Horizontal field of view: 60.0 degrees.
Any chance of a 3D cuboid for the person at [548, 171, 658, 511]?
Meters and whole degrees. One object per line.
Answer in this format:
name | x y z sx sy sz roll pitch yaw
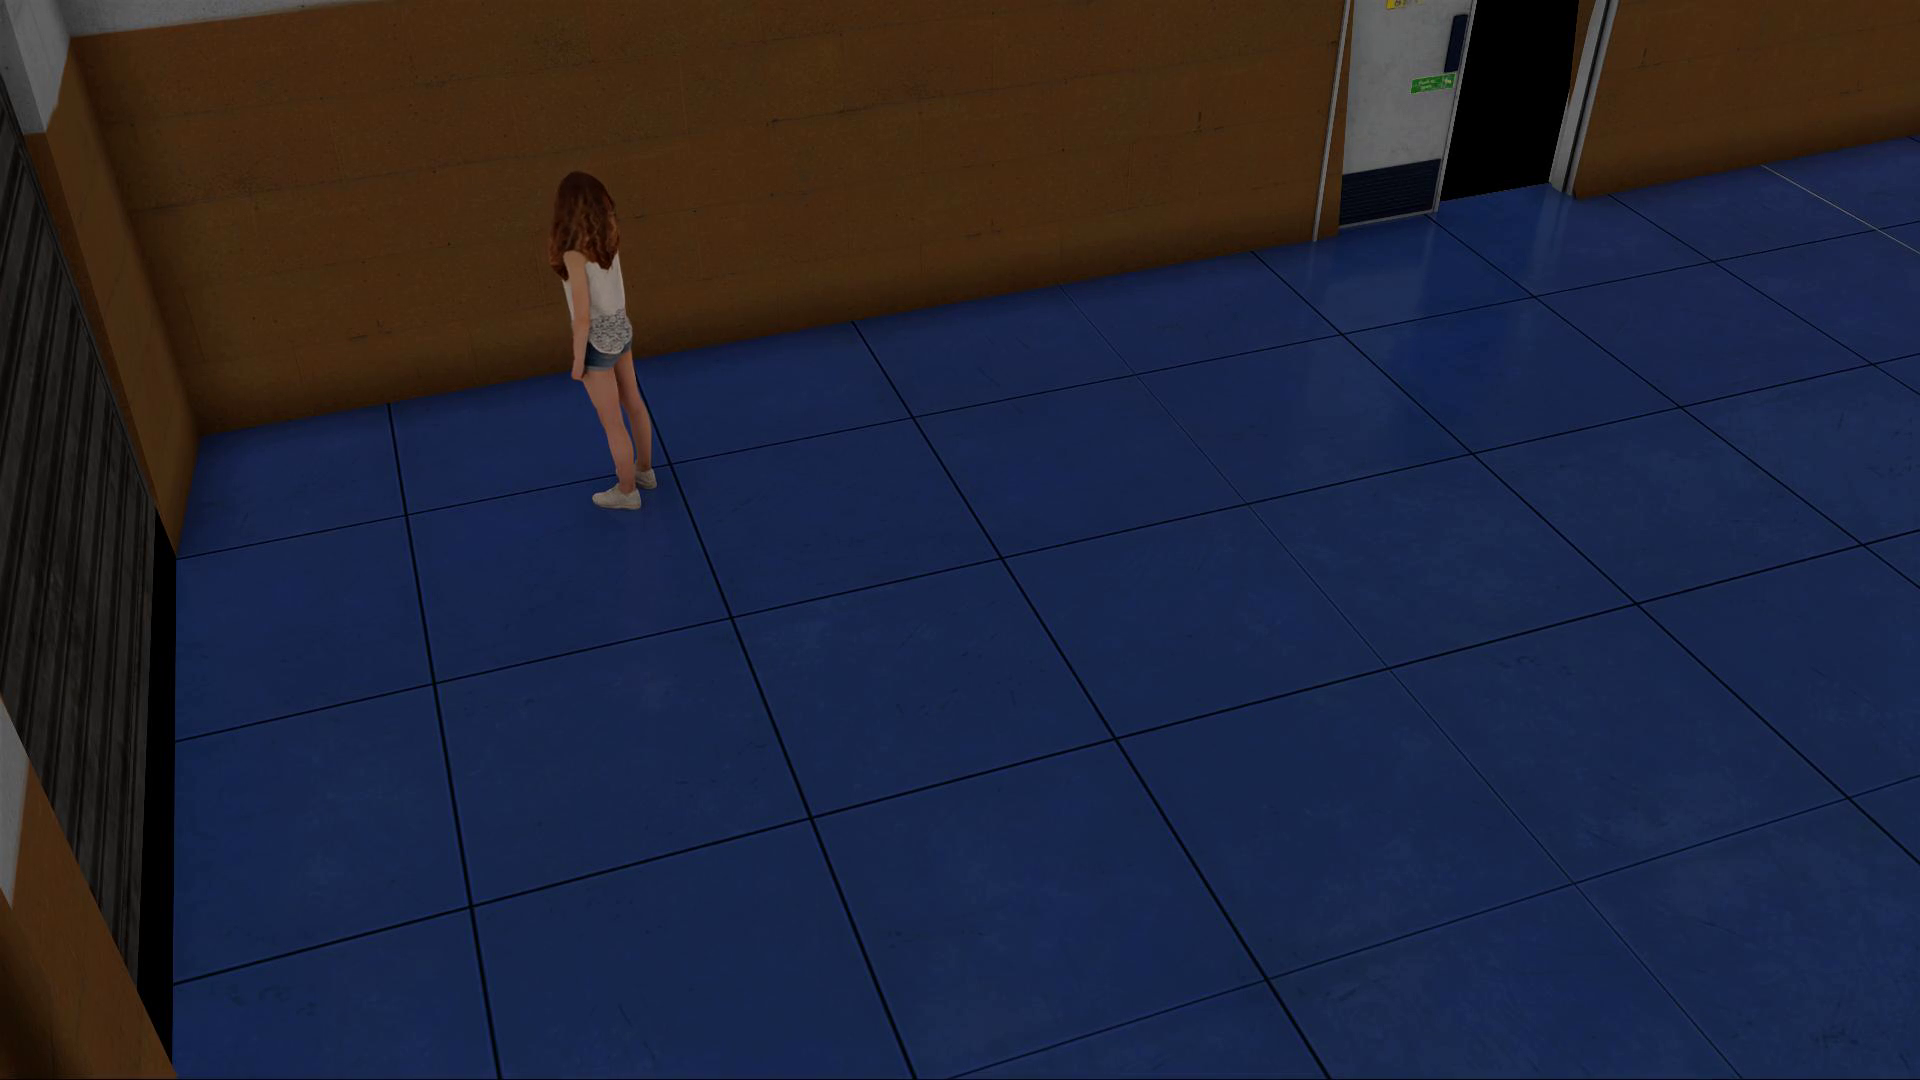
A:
person | -1.674 -0.927 7.919 0.709 1.759 0.639 14 39 18
